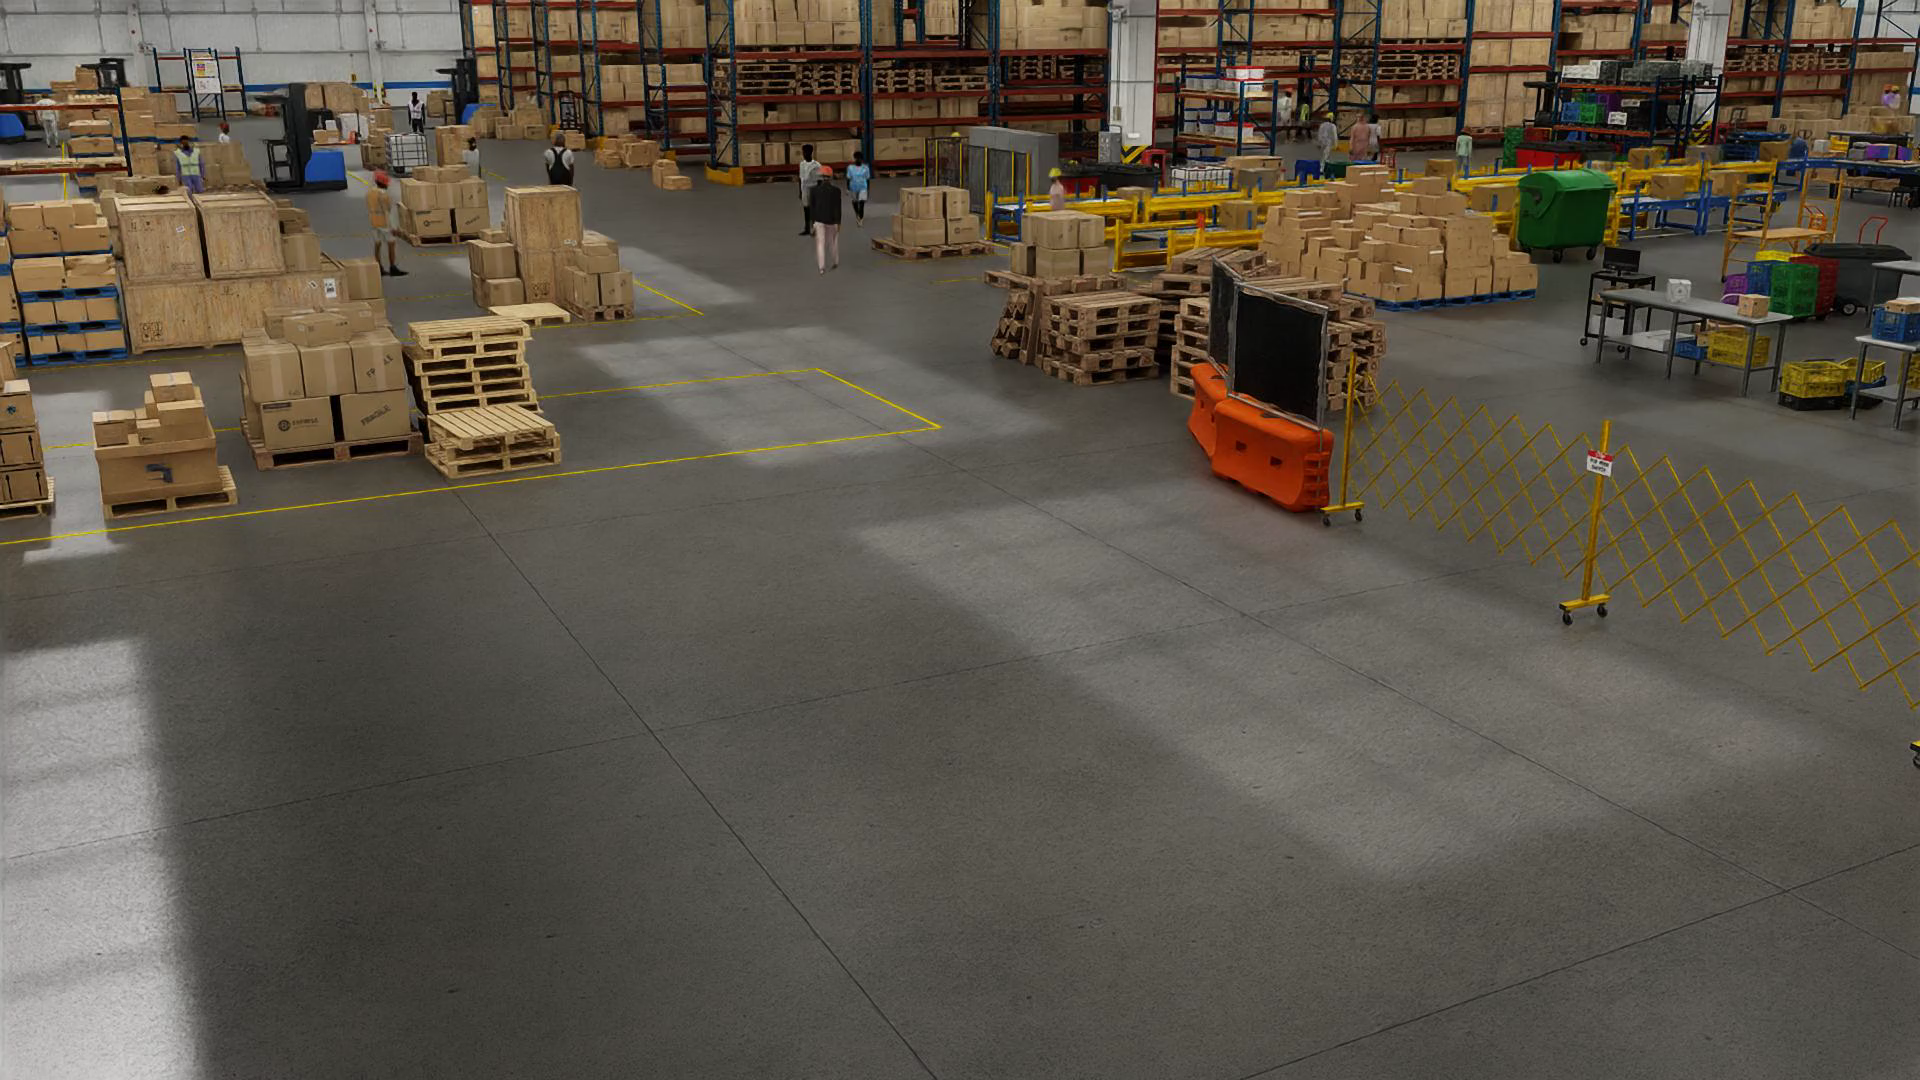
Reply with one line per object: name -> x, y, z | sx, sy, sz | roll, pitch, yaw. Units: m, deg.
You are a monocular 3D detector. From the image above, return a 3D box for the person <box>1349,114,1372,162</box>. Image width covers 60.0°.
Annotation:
person -> 11.214, -11.059, 46.940 | 0.679, 1.869, 0.911 | -5, 18, -15

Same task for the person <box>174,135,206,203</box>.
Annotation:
person -> -18.026, -8.528, 38.993 | 0.629, 1.900, 0.449 | -12, 22, -34

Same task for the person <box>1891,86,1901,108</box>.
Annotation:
person -> 36.968, -17.076, 65.880 | 0.337, 1.760, 0.526 | -3, 18, -10

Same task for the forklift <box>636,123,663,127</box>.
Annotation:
forklift -> -13.069, -18.236, 67.687 | 1.873, 2.768, 1.129 | -9, 20, -26

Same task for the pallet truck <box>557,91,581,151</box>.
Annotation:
pallet truck -> -13.495, -14.412, 57.188 | 0.823, 1.965, 1.885 | -3, 18, -9

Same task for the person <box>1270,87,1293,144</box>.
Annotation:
person -> 11.584, -15.203, 59.654 | 0.858, 2.012, 0.622 | -8, 20, -24

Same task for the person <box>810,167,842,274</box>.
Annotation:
person -> -2.493, -5.934, 30.849 | 0.626, 1.944, 1.033 | 2, 18, 6

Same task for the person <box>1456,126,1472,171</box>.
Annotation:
person -> 13.882, -10.575, 45.814 | 0.287, 1.633, 0.497 | -14, 22, -36

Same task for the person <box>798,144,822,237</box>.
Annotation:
person -> -3.227, -7.482, 35.633 | 0.613, 1.964, 0.361 | 14, 22, 36

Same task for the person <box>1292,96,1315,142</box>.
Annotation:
person -> 12.538, -15.325, 60.585 | 0.850, 1.656, 0.536 | -6, 19, -18

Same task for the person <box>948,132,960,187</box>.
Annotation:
person -> -0.141, -9.328, 41.724 | 0.327, 1.760, 0.523 | 5, 18, 14

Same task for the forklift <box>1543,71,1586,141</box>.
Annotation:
forklift -> 18.685, -13.231, 52.085 | 1.873, 2.768, 1.129 | -9, 20, -26

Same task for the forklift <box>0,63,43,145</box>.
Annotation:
forklift -> -34.234, -15.639, 59.592 | 1.129, 2.768, 1.873 | 3, 18, 9

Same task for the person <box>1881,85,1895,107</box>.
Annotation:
person -> 35.832, -16.676, 64.437 | 1.037, 1.869, 0.560 | -9, 20, -27

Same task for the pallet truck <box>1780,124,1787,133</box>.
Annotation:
pallet truck -> 25.206, -12.542, 52.601 | 1.601, 1.201, 0.680 | 0, 18, -2

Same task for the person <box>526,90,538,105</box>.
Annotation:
person -> -17.090, -17.276, 66.775 | 0.521, 1.600, 0.739 | 5, 19, 16

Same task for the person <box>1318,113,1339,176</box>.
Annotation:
person -> 10.874, -11.607, 48.771 | 0.908, 1.786, 0.613 | -12, 21, -33

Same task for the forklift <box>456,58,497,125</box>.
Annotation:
forklift -> -19.308, -17.522, 65.460 | 1.873, 2.768, 1.129 | 6, 19, 17

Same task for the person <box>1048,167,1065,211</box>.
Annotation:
person -> 1.968, -6.477, 32.855 | 0.597, 1.748, 0.530 | -7, 19, -20

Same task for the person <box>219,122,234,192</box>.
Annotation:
person -> -19.271, -10.013, 43.685 | 0.495, 1.864, 0.596 | -11, 21, -32

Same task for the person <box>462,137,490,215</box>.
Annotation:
person -> -11.601, -8.648, 39.499 | 0.520, 1.833, 0.936 | -16, 24, -41

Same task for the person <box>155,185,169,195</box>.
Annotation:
person -> -13.817, -5.245, 28.914 | 1.001, 1.830, 0.531 | 6, 19, 18

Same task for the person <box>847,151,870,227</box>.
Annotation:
person -> -2.281, -7.931, 37.505 | 0.534, 1.674, 0.769 | 1, 18, 3

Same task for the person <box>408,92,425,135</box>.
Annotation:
person -> -19.096, -14.795, 58.528 | 0.595, 1.911, 0.385 | 2, 18, 6

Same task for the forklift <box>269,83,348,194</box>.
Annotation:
forklift -> -17.458, -10.696, 44.179 | 1.873, 2.768, 1.129 | -9, 20, -26

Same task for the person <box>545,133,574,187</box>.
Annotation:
person -> -9.258, -8.447, 38.522 | 0.679, 2.000, 1.052 | -1, 18, -2

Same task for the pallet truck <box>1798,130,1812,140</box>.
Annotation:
pallet truck -> 25.526, -11.556, 49.408 | 1.630, 1.274, 0.653 | -9, 20, -26

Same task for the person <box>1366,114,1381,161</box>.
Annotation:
person -> 12.387, -11.984, 50.129 | 0.643, 1.676, 0.539 | -14, 22, -37

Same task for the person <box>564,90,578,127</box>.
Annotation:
person -> -14.378, -15.685, 61.410 | 0.429, 1.844, 0.625 | 9, 20, 25

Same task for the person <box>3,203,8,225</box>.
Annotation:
person -> -18.500, -6.187, 31.821 | 0.525, 1.827, 0.517 | 2, 18, 6

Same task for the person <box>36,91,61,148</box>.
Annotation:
person -> -31.853, -14.686, 58.137 | 0.632, 1.940, 0.372 | -6, 19, -18

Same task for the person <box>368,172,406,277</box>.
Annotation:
person -> -10.557, -5.752, 30.382 | 0.571, 1.896, 0.361 | 10, 20, 28

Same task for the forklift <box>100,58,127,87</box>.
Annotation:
forklift -> -33.134, -17.500, 65.392 | 1.129, 2.768, 1.873 | 7, 19, 21
